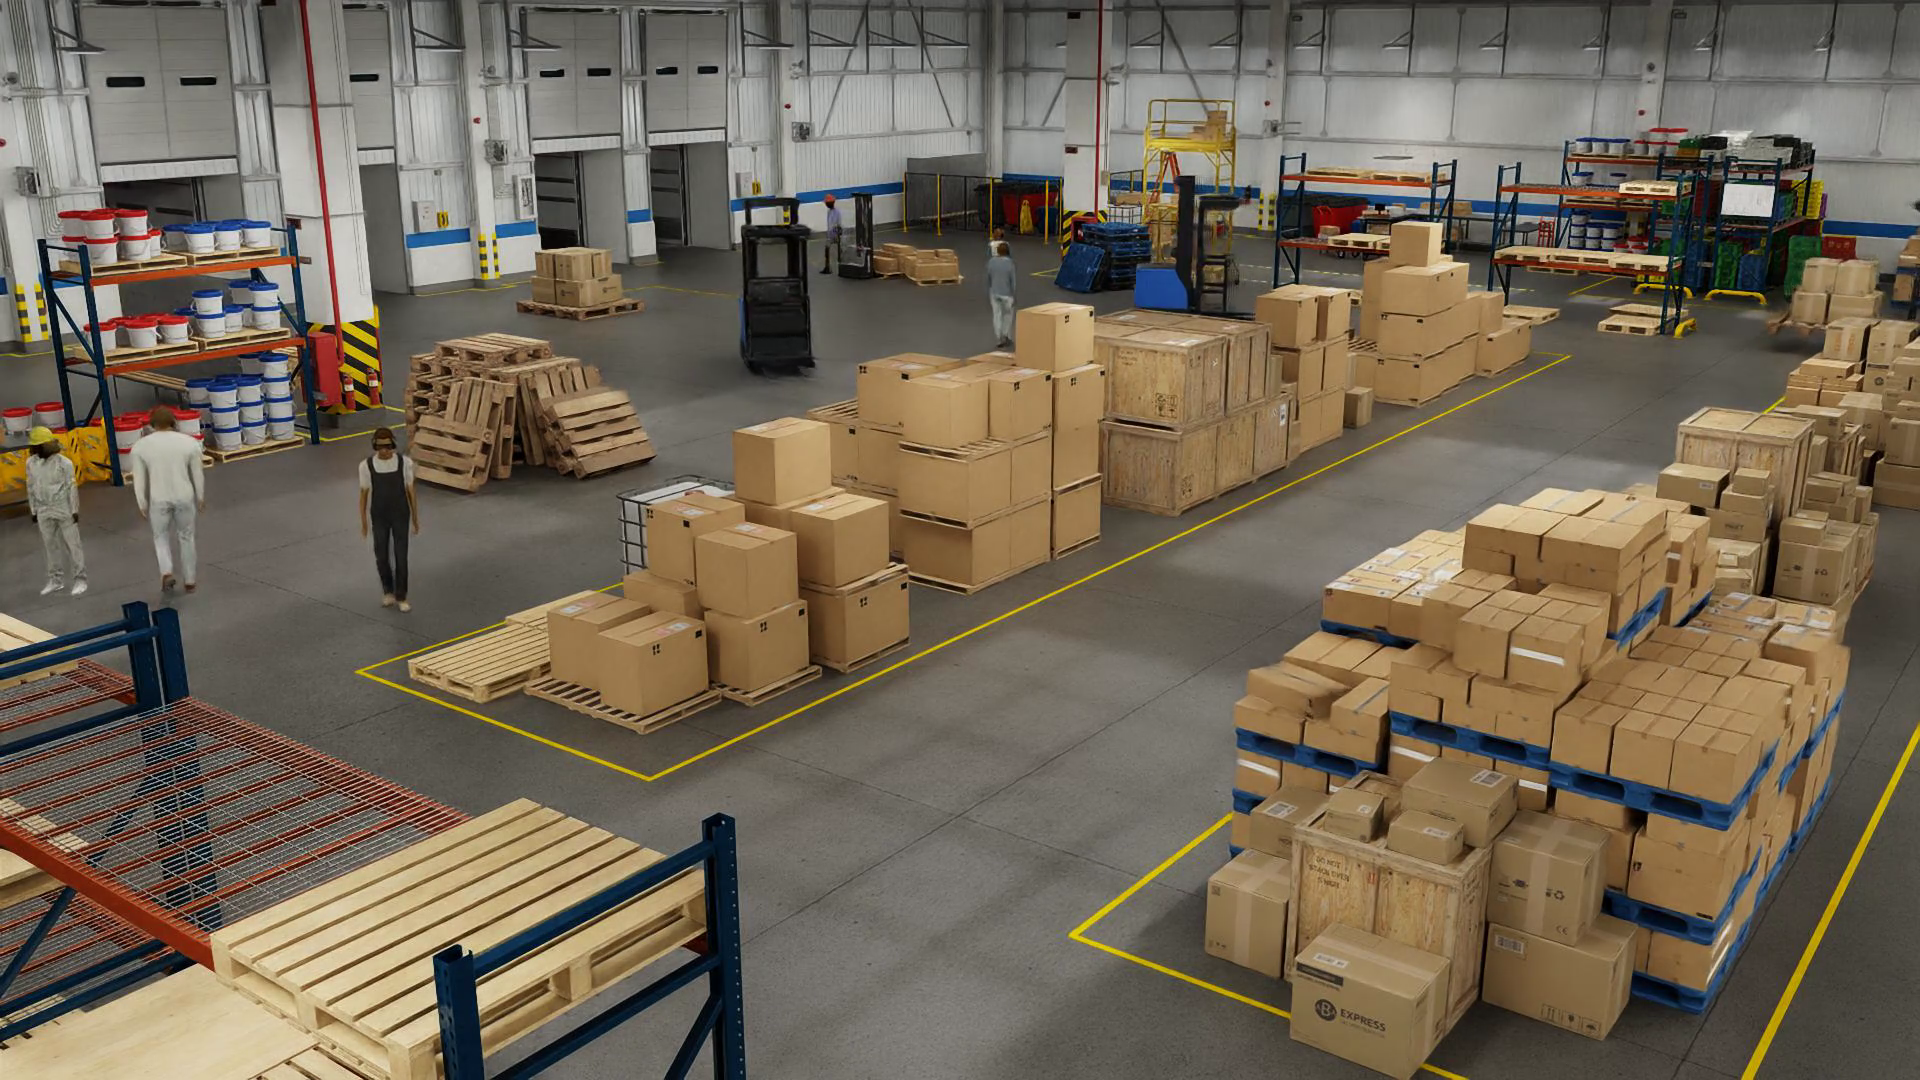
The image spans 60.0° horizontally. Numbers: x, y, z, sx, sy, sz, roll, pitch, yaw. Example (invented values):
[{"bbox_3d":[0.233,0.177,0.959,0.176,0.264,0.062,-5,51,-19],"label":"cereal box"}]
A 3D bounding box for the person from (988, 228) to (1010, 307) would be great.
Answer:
[{"bbox_3d":[0.807,-5.680,34.696,0.523,1.638,0.310,12,20,34],"label":"person"}]

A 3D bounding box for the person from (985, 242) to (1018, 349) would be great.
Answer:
[{"bbox_3d":[0.778,-4.442,30.138,0.620,1.903,0.756,5,17,15],"label":"person"}]

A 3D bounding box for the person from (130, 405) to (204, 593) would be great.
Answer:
[{"bbox_3d":[-7.944,-0.402,16.762,0.639,1.915,0.472,-8,19,-25],"label":"person"}]

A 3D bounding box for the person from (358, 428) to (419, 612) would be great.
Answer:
[{"bbox_3d":[-5.567,-0.204,16.234,0.528,1.836,0.437,-6,18,-19],"label":"person"}]

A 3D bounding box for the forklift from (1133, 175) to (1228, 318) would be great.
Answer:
[{"bbox_3d":[4.411,-5.747,32.803,1.873,2.768,1.129,2,17,8],"label":"forklift"}]

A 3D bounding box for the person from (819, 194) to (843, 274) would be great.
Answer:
[{"bbox_3d":[-2.944,-7.302,39.632,0.901,1.902,0.536,-13,21,-37],"label":"person"}]

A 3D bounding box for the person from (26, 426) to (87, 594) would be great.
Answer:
[{"bbox_3d":[-9.097,-0.296,16.695,0.492,1.740,0.325,1,17,2],"label":"person"}]

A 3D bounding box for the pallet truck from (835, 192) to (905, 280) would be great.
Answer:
[{"bbox_3d":[-1.936,-7.159,38.982,1.885,1.965,0.823,-12,21,-34],"label":"pallet truck"}]

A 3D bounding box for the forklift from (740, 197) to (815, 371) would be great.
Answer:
[{"bbox_3d":[-3.194,-4.439,28.473,1.129,2.768,1.873,-4,17,-12],"label":"forklift"}]
